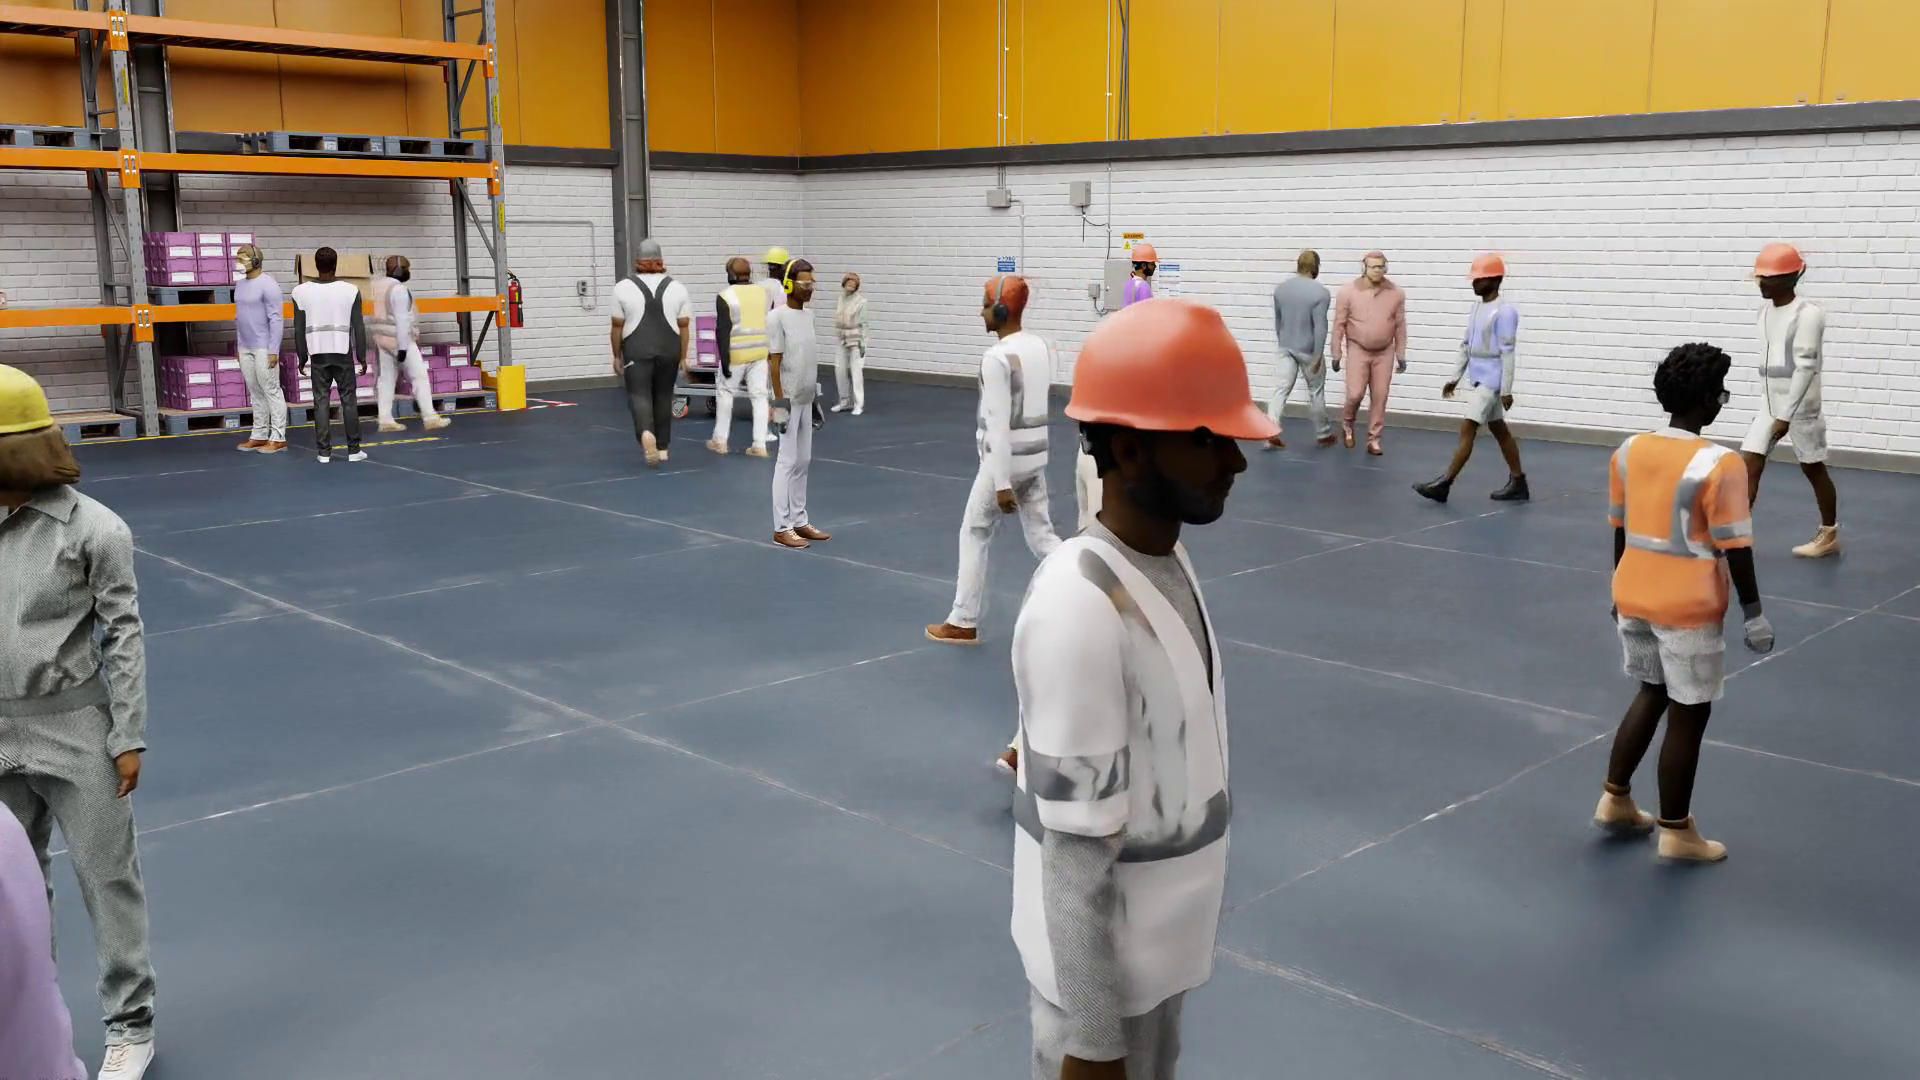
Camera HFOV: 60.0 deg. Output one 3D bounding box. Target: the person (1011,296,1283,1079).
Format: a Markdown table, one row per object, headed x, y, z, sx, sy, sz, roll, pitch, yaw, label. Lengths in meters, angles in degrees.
| x | y | z | sx | sy | sz | roll | pitch | yaw | label |
| --- | --- | --- | --- | --- | --- | --- | --- | --- | --- |
| 0.272 | 0.610 | 2.498 | 0.373 | 1.934 | 0.551 | 3 | 11 | 18 | person |

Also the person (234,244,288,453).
| x | y | z | sx | sy | sz | roll | pitch | yaw | label |
| --- | --- | --- | --- | --- | --- | --- | --- | --- | --- |
| -6.547 | -1.779 | 15.523 | 0.627 | 1.941 | 0.371 | 7 | 13 | 35 | person |

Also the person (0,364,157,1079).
| x | y | z | sx | sy | sz | roll | pitch | yaw | label |
| --- | --- | --- | --- | --- | --- | --- | --- | --- | --- |
| -2.139 | 0.460 | 3.853 | 0.490 | 1.741 | 0.323 | 0 | 10 | 2 | person |

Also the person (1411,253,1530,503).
| x | y | z | sx | sy | sz | roll | pitch | yaw | label |
| --- | --- | --- | --- | --- | --- | --- | --- | --- | --- |
| 3.937 | -1.215 | 12.594 | 0.985 | 1.885 | 0.568 | -1 | 10 | -5 | person |

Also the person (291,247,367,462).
| x | y | z | sx | sy | sz | roll | pitch | yaw | label |
| --- | --- | --- | --- | --- | --- | --- | --- | --- | --- |
| -5.619 | -1.649 | 14.871 | 0.596 | 1.916 | 0.372 | -3 | 11 | -13 | person |

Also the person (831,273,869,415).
| x | y | z | sx | sy | sz | roll | pitch | yaw | label |
| --- | --- | --- | --- | --- | --- | --- | --- | --- | --- |
| -1.222 | -2.198 | 18.694 | 0.559 | 1.605 | 0.395 | 8 | 13 | 38 | person |

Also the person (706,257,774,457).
| x | y | z | sx | sy | sz | roll | pitch | yaw | label |
| --- | --- | --- | --- | --- | --- | --- | --- | --- | --- |
| -2.055 | -1.685 | 15.349 | 0.633 | 1.819 | 0.796 | -8 | 13 | -37 | person |

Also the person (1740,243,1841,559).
| x | y | z | sx | sy | sz | roll | pitch | yaw | label |
| --- | --- | --- | --- | --- | --- | --- | --- | --- | --- |
| 5.096 | -0.832 | 10.288 | 1.025 | 1.980 | 0.597 | -2 | 11 | -11 | person |

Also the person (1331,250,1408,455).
| x | y | z | sx | sy | sz | roll | pitch | yaw | label |
| --- | --- | --- | --- | --- | --- | --- | --- | --- | --- |
| 3.776 | -1.727 | 15.368 | 0.683 | 1.886 | 0.466 | -1 | 10 | -3 | person |

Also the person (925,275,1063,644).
| x | y | z | sx | sy | sz | roll | pitch | yaw | label |
| --- | --- | --- | --- | --- | --- | --- | --- | --- | --- |
| 0.303 | -0.361 | 8.069 | 0.951 | 1.846 | 0.577 | 7 | 12 | 33 | person |

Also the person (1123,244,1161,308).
| x | y | z | sx | sy | sz | roll | pitch | yaw | label |
| --- | --- | --- | --- | --- | --- | --- | --- | --- | --- |
| 1.800 | -1.953 | 16.472 | 0.357 | 1.937 | 0.551 | -2 | 11 | -13 | person |

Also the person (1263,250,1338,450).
| x | y | z | sx | sy | sz | roll | pitch | yaw | label |
| --- | --- | --- | --- | --- | --- | --- | --- | --- | --- |
| 3.244 | -1.796 | 15.777 | 0.641 | 1.896 | 0.987 | 9 | 14 | 40 | person |

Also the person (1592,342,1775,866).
| x | y | z | sx | sy | sz | roll | pitch | yaw | label |
| --- | --- | --- | --- | --- | --- | --- | --- | --- | --- |
| 2.301 | 0.218 | 5.305 | 0.367 | 1.697 | 0.553 | -3 | 11 | -15 | person |

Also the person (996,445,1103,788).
| x | y | z | sx | sy | sz | roll | pitch | yaw | label |
| --- | --- | --- | --- | --- | --- | --- | --- | --- | --- |
| 0.514 | 0.157 | 5.884 | 0.765 | 1.608 | 0.505 | -5 | 12 | -27 | person |

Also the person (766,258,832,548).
| x | y | z | sx | sy | sz | roll | pitch | yaw | label |
| --- | --- | --- | --- | --- | --- | --- | --- | --- | --- |
| -1.058 | -0.894 | 10.881 | 0.328 | 1.873 | 0.512 | 5 | 11 | 24 | person |

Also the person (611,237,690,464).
| x | y | z | sx | sy | sz | roll | pitch | yaw | label |
| --- | --- | --- | --- | --- | --- | --- | --- | --- | --- |
| -2.733 | -1.685 | 14.730 | 0.689 | 2.000 | 0.848 | -4 | 11 | -19 | person |

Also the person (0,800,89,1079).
| x | y | z | sx | sy | sz | roll | pitch | yaw | label |
| --- | --- | --- | --- | --- | --- | --- | --- | --- | --- |
| -1.066 | 0.812 | 1.486 | 0.646 | 1.908 | 0.408 | -2 | 11 | -11 | person |

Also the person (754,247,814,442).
| x | y | z | sx | sy | sz | roll | pitch | yaw | label |
| --- | --- | --- | --- | --- | --- | --- | --- | --- | --- |
| -1.777 | -1.929 | 16.471 | 0.590 | 1.898 | 0.840 | 4 | 11 | 21 | person |

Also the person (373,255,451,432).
| x | y | z | sx | sy | sz | roll | pitch | yaw | label |
| --- | --- | --- | --- | --- | --- | --- | --- | --- | --- |
| -5.717 | -2.035 | 17.275 | 0.816 | 1.815 | 0.630 | -10 | 14 | -44 | person |
